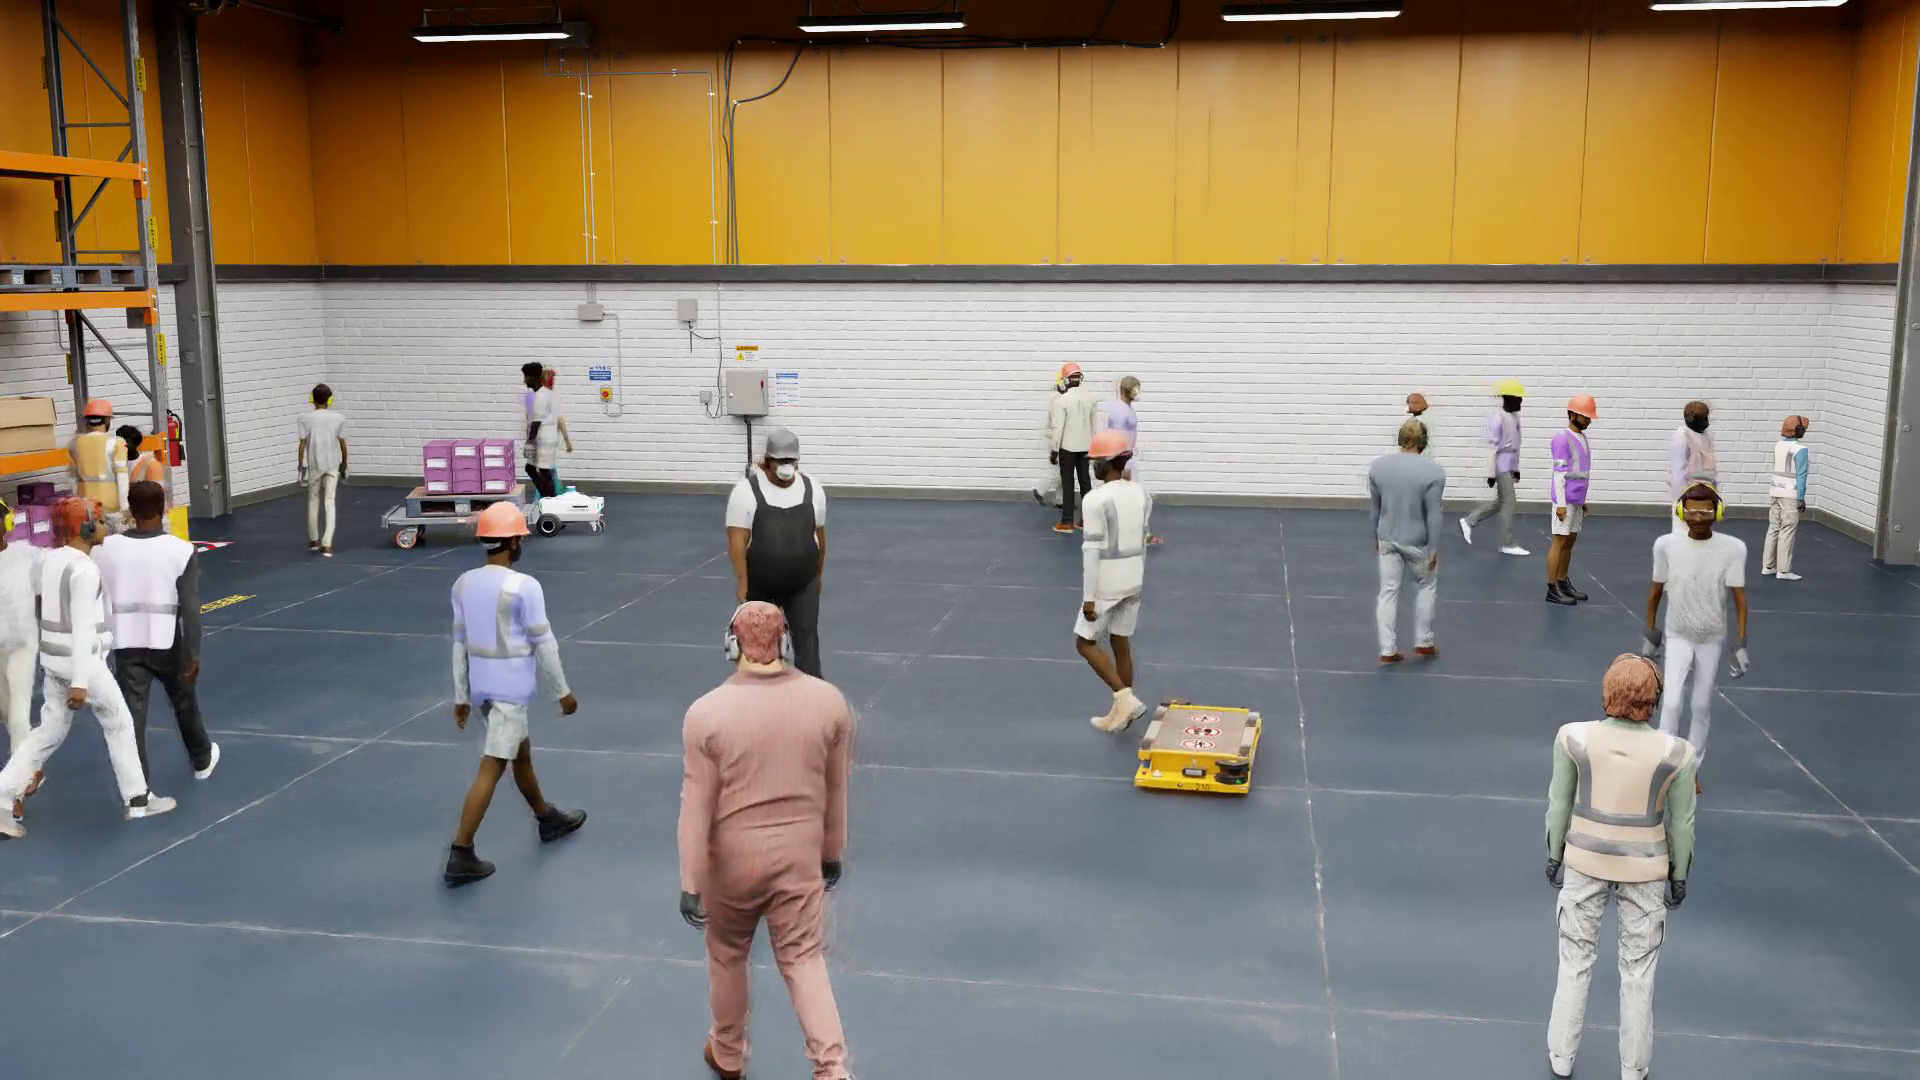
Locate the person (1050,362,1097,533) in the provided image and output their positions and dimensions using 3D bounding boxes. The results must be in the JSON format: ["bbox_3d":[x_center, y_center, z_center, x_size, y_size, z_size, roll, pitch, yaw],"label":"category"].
[{"bbox_3d":[1.318,-1.077,19.420,0.611,1.985,0.393,-6,11,-32],"label":"person"}]

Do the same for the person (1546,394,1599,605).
[{"bbox_3d":[5.622,-0.376,15.250,0.373,1.928,0.543,8,12,41],"label":"person"}]

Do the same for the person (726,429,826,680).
[{"bbox_3d":[-1.196,0.225,11.175,0.698,2.000,1.036,-3,10,-17],"label":"person"}]

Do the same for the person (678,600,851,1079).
[{"bbox_3d":[-0.683,1.156,5.987,0.666,1.862,0.893,-4,10,-26],"label":"person"}]

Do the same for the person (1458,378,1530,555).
[{"bbox_3d":[5.809,-0.806,17.984,0.762,1.908,0.584,6,11,34],"label":"person"}]

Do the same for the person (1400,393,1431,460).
[{"bbox_3d":[5.327,-0.946,19.775,0.797,1.594,0.531,0,9,-2],"label":"person"}]

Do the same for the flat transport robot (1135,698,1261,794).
[{"bbox_3d":[1.493,1.253,10.271,0.652,0.197,1.431,2,9,13],"label":"flat transport robot"}]

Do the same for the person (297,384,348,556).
[{"bbox_3d":[-6.916,-0.768,18.008,0.533,1.820,0.933,-4,10,-25],"label":"person"}]

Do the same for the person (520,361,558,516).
[{"bbox_3d":[-5.187,-1.217,20.431,0.486,1.936,0.621,-3,9,-15],"label":"person"}]

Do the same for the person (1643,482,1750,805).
[{"bbox_3d":[4.206,0.595,9.480,0.540,1.841,0.712,3,10,20],"label":"person"}]

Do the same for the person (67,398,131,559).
[{"bbox_3d":[-7.805,-0.345,15.198,0.569,1.879,0.953,0,9,-3],"label":"person"}]

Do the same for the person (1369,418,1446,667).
[{"bbox_3d":[3.492,0.013,12.900,0.633,1.916,0.743,7,11,37],"label":"person"}]

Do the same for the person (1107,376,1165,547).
[{"bbox_3d":[1.885,-0.830,18.147,0.892,1.898,0.665,2,9,15],"label":"person"}]

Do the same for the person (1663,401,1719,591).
[{"bbox_3d":[6.946,-0.403,15.785,0.663,1.820,0.431,-9,12,-43],"label":"person"}]

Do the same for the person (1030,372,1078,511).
[{"bbox_3d":[1.223,-1.243,20.990,0.536,1.818,0.606,1,9,5],"label":"person"}]

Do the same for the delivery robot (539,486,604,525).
[{"bbox_3d":[-4.485,-0.378,19.220,0.707,0.478,0.477,-1,9,-4],"label":"delivery robot"}]

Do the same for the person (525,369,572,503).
[{"bbox_3d":[-5.223,-1.284,21.314,0.586,1.794,0.863,6,11,35],"label":"person"}]

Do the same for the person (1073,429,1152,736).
[{"bbox_3d":[1.008,0.294,10.793,0.623,2.030,0.517,-9,13,-43],"label":"person"}]

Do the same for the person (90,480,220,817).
[{"bbox_3d":[-4.628,0.582,9.551,0.590,1.856,1.034,-2,9,-12],"label":"person"}]

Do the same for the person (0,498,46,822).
[{"bbox_3d":[-5.373,0.636,9.342,0.528,1.810,0.998,-2,9,-13],"label":"person"}]

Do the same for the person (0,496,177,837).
[{"bbox_3d":[-4.849,0.682,8.983,0.577,1.842,0.978,8,12,39],"label":"person"}]

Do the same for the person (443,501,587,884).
[{"bbox_3d":[-2.312,0.745,8.476,0.552,1.884,1.022,6,11,34],"label":"person"}]

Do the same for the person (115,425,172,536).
[{"bbox_3d":[-7.541,-0.277,15.502,0.553,1.653,0.814,2,9,14],"label":"person"}]

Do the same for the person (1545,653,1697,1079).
[{"bbox_3d":[2.445,1.233,6.195,0.519,1.633,0.311,4,10,24],"label":"person"}]

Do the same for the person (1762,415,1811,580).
[{"bbox_3d":[8.183,-0.419,16.448,0.314,1.629,0.508,0,9,-1],"label":"person"}]
